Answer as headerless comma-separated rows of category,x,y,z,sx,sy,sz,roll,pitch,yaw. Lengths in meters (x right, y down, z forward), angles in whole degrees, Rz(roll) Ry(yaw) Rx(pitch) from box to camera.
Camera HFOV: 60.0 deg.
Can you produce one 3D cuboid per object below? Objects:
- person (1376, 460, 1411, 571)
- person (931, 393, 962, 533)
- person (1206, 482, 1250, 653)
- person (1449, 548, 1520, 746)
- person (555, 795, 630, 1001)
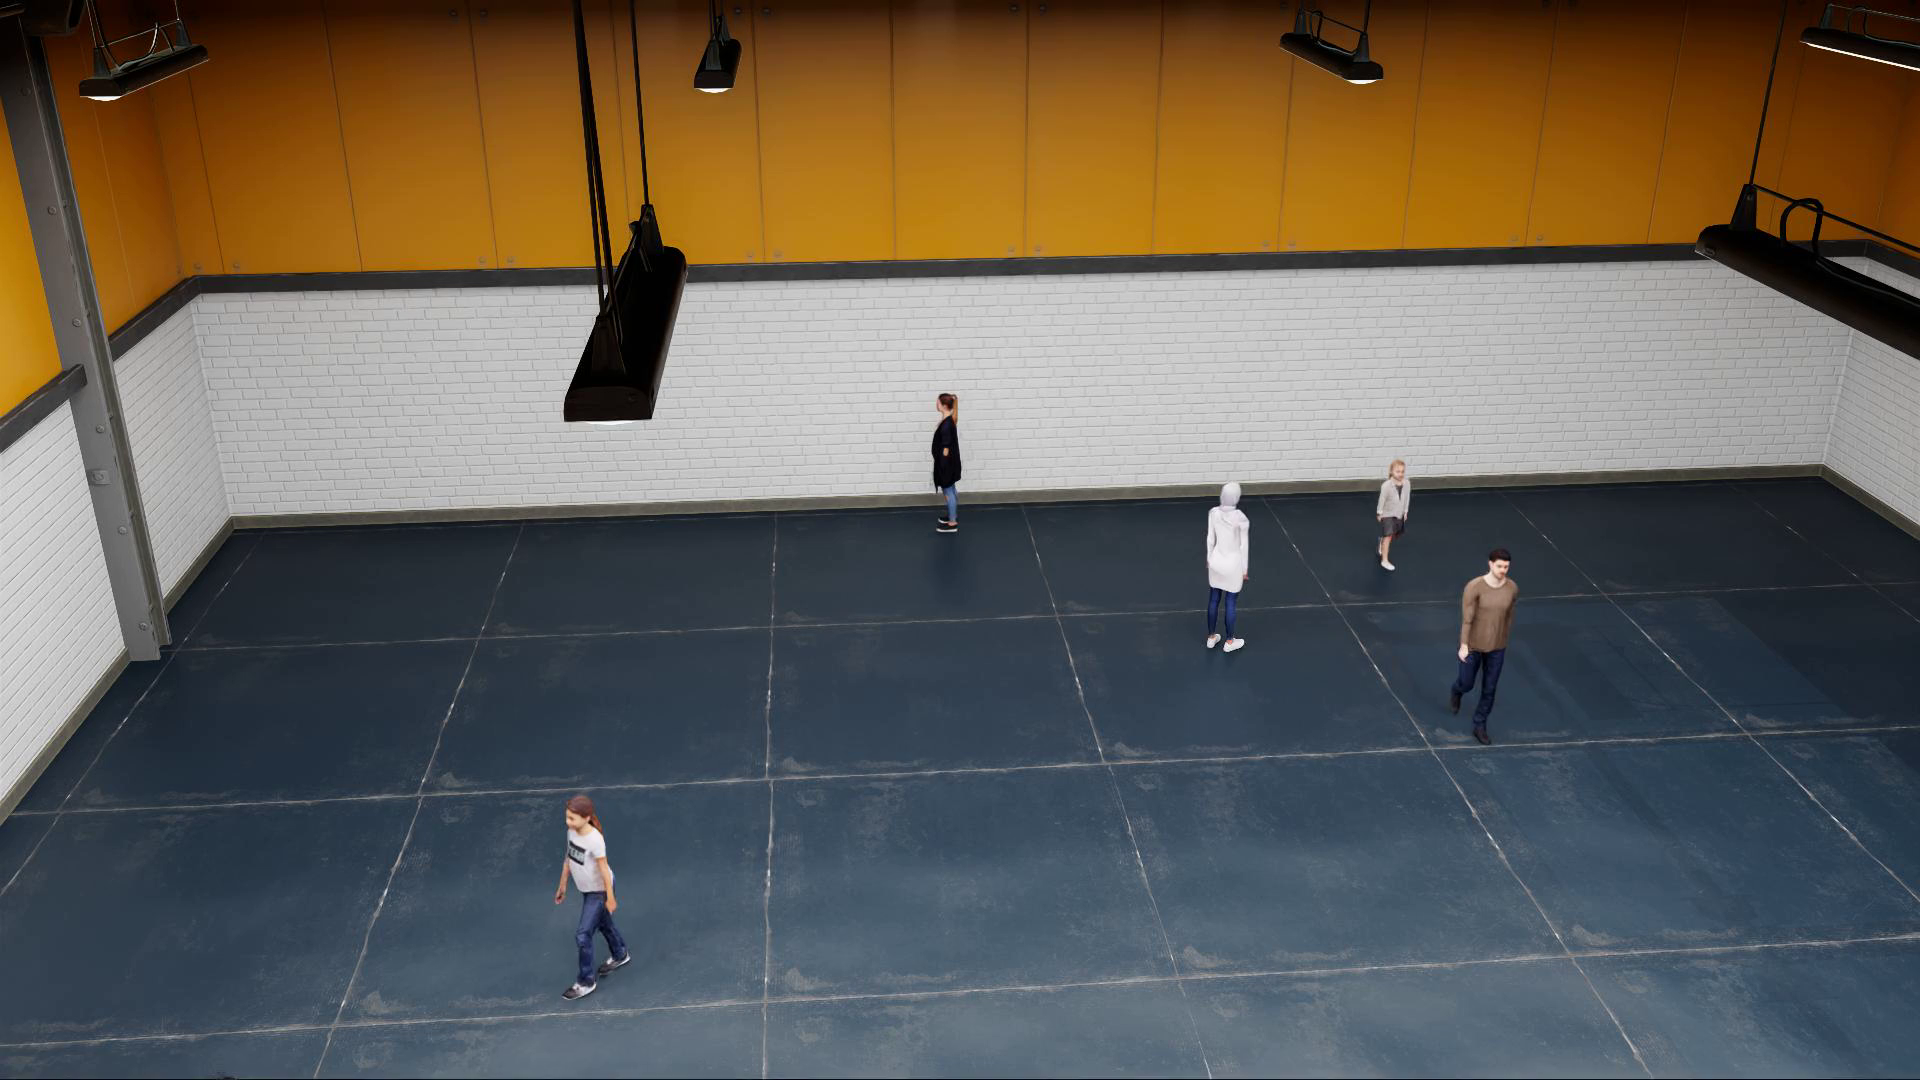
person,4.808,-0.324,18.575,0.588,1.263,0.769,-5,24,-10
person,-0.138,-0.913,19.399,0.737,1.683,0.569,3,24,7
person,2.652,0.264,16.592,0.682,1.775,0.740,18,29,36
person,4.698,0.904,15.008,0.652,1.871,0.885,-1,24,-3
person,-2.552,2.458,11.872,0.876,1.536,0.865,-19,30,-36
